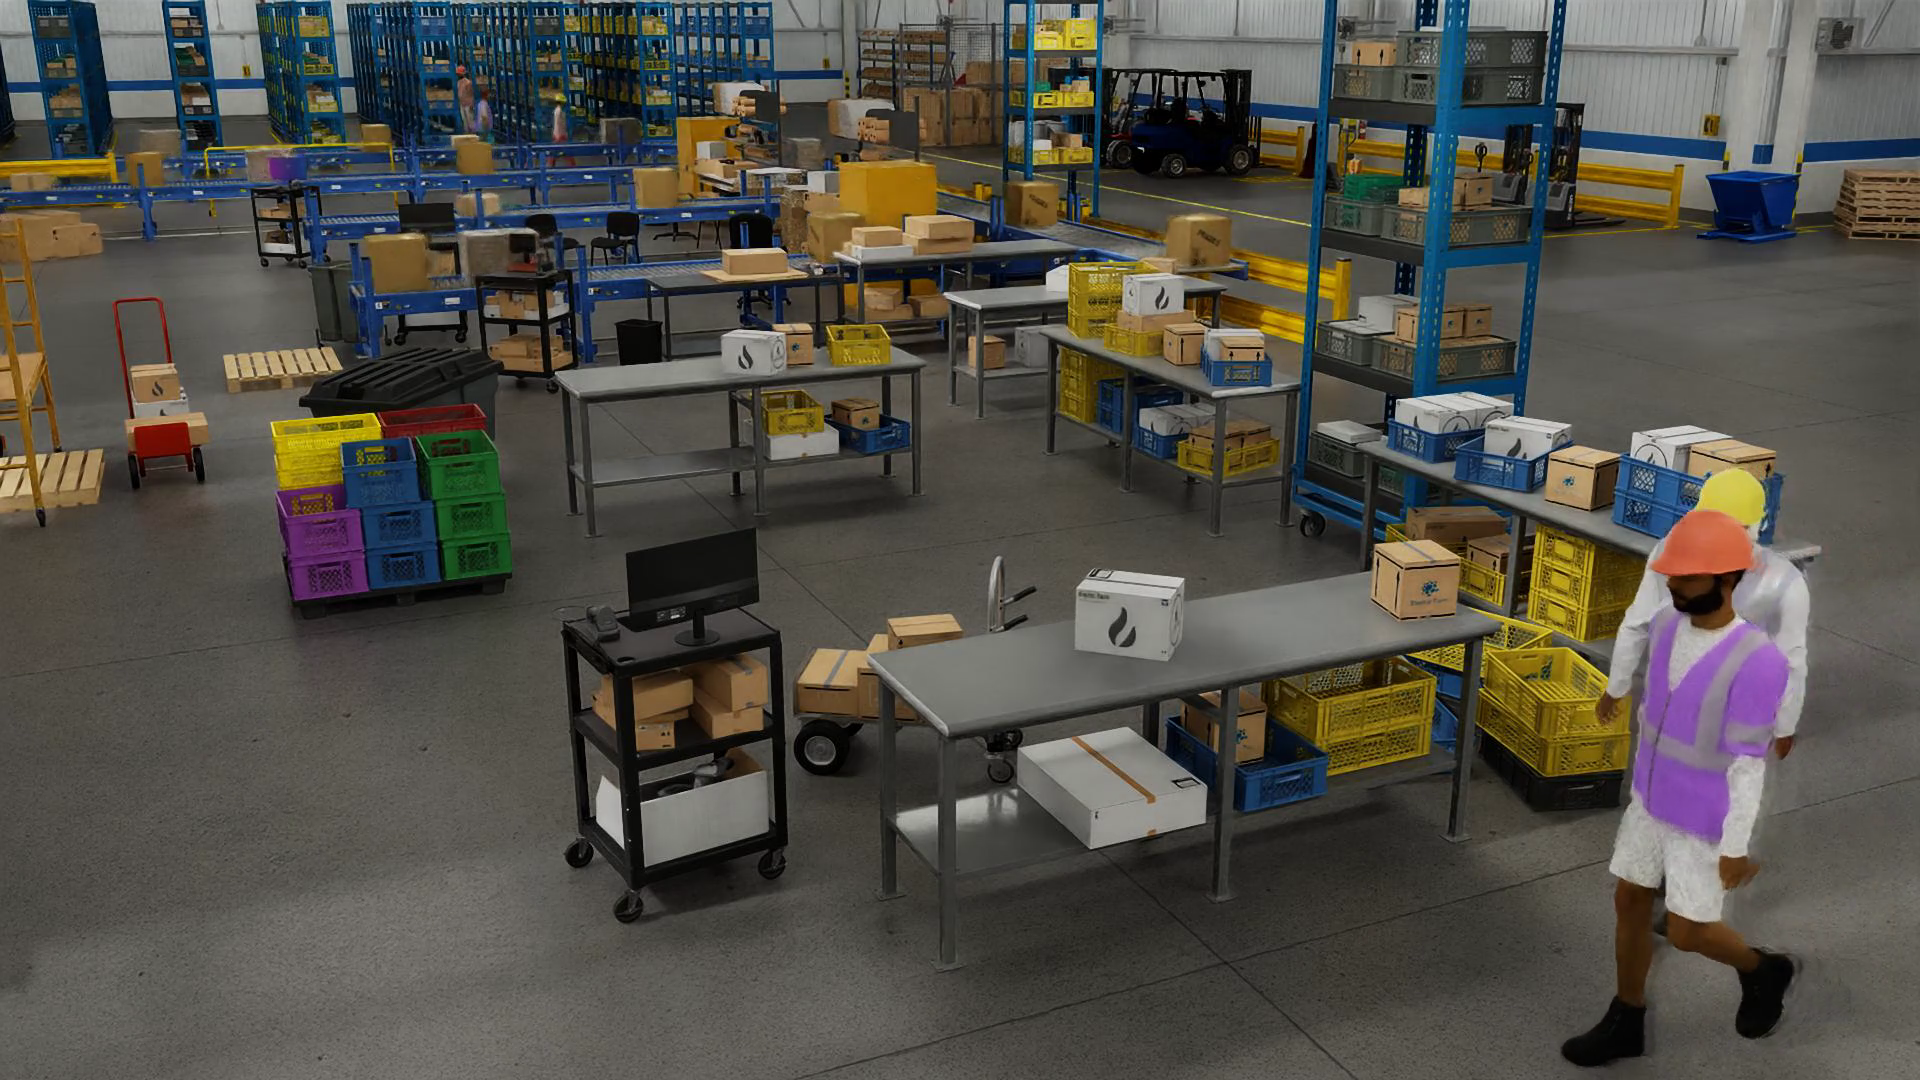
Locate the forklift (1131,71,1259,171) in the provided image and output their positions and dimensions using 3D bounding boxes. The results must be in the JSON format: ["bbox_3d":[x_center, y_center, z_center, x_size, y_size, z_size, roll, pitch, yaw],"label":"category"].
[{"bbox_3d":[4.998,-8.936,35.413,2.680,1.987,1.157,-9,20,-25],"label":"forklift"}]

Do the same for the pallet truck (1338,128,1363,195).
[{"bbox_3d":[7.845,-7.140,31.411,1.522,1.261,0.704,-9,20,-25],"label":"pallet truck"}]

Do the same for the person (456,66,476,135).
[{"bbox_3d":[-13.241,-11.663,44.518,0.613,1.991,0.392,15,23,38],"label":"person"}]

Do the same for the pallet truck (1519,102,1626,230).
[{"bbox_3d":[9.972,-6.037,26.785,1.885,1.965,0.823,-9,20,-25],"label":"pallet truck"}]

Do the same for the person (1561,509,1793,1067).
[{"bbox_3d":[2.381,0.819,5.321,0.696,1.916,0.554,-5,18,-15],"label":"person"}]

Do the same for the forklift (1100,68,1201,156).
[{"bbox_3d":[4.082,-9.564,37.410,2.680,1.987,1.157,-8,19,-23],"label":"forklift"}]

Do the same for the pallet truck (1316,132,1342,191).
[{"bbox_3d":[7.723,-7.504,32.656,1.601,1.201,0.680,-8,19,-23],"label":"pallet truck"}]

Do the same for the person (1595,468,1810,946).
[{"bbox_3d":[2.722,0.606,6.179,0.720,1.804,0.623,-13,22,-35],"label":"person"}]

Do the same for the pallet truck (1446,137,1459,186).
[{"bbox_3d":[9.184,-6.485,29.328,1.630,1.274,0.653,-8,19,-23],"label":"pallet truck"}]

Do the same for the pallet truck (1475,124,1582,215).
[{"bbox_3d":[9.707,-6.455,28.103,1.885,1.965,0.823,-7,19,-20],"label":"pallet truck"}]

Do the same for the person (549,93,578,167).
[{"bbox_3d":[-8.326,-8.538,35.094,0.882,1.718,0.550,-4,18,-14],"label":"person"}]

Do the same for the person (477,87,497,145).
[{"bbox_3d":[-10.129,-8.752,35.616,0.431,1.831,0.564,-5,18,-17],"label":"person"}]
